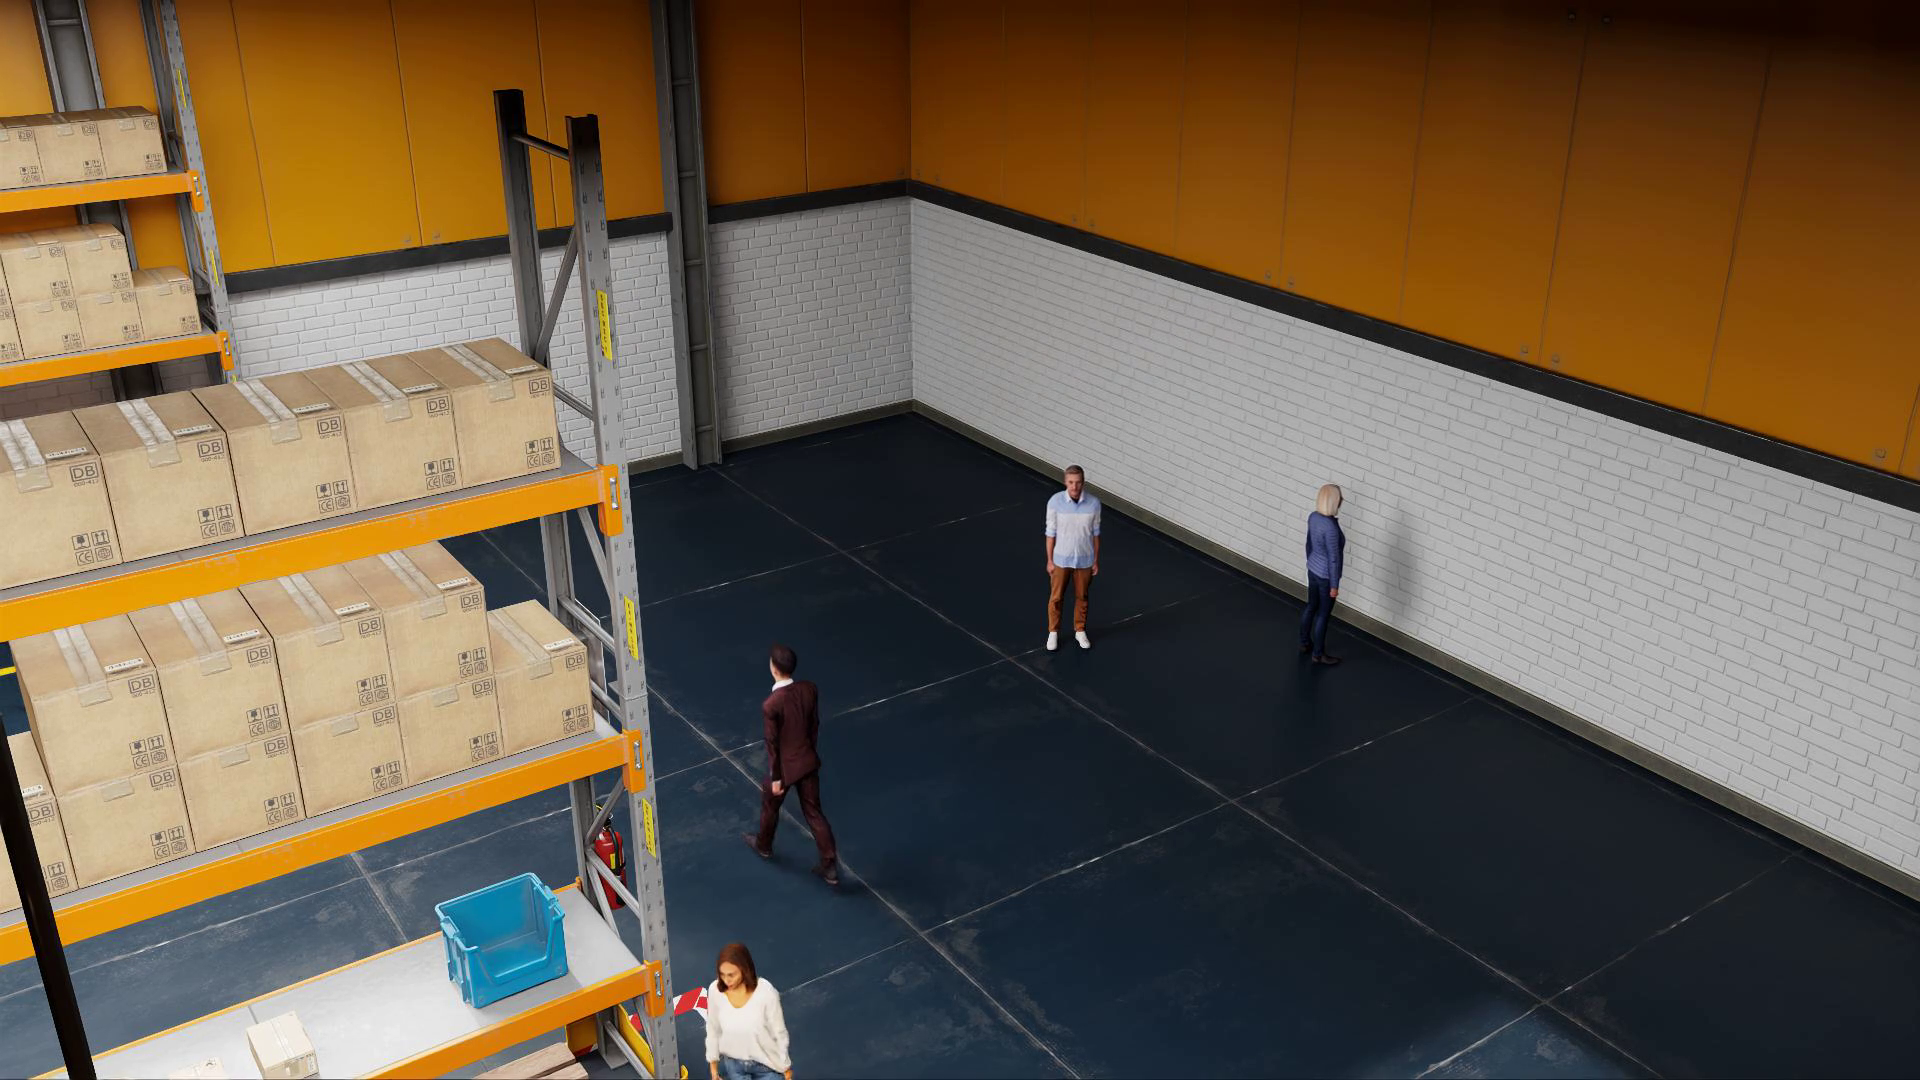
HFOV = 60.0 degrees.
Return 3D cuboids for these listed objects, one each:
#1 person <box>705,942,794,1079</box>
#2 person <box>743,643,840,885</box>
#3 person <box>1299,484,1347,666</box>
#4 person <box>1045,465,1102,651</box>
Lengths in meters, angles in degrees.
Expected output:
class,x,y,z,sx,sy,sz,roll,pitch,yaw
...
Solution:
class,x,y,z,sx,sy,sz,roll,pitch,yaw
person,-1.130,2.900,9.405,0.789,1.661,0.840,7,25,16
person,-1.153,1.670,12.026,1.190,1.815,0.872,-20,31,-38
person,3.328,0.296,15.258,0.657,1.744,0.716,-7,24,-15
person,1.048,0.145,15.503,0.685,1.825,0.827,-3,24,-6
